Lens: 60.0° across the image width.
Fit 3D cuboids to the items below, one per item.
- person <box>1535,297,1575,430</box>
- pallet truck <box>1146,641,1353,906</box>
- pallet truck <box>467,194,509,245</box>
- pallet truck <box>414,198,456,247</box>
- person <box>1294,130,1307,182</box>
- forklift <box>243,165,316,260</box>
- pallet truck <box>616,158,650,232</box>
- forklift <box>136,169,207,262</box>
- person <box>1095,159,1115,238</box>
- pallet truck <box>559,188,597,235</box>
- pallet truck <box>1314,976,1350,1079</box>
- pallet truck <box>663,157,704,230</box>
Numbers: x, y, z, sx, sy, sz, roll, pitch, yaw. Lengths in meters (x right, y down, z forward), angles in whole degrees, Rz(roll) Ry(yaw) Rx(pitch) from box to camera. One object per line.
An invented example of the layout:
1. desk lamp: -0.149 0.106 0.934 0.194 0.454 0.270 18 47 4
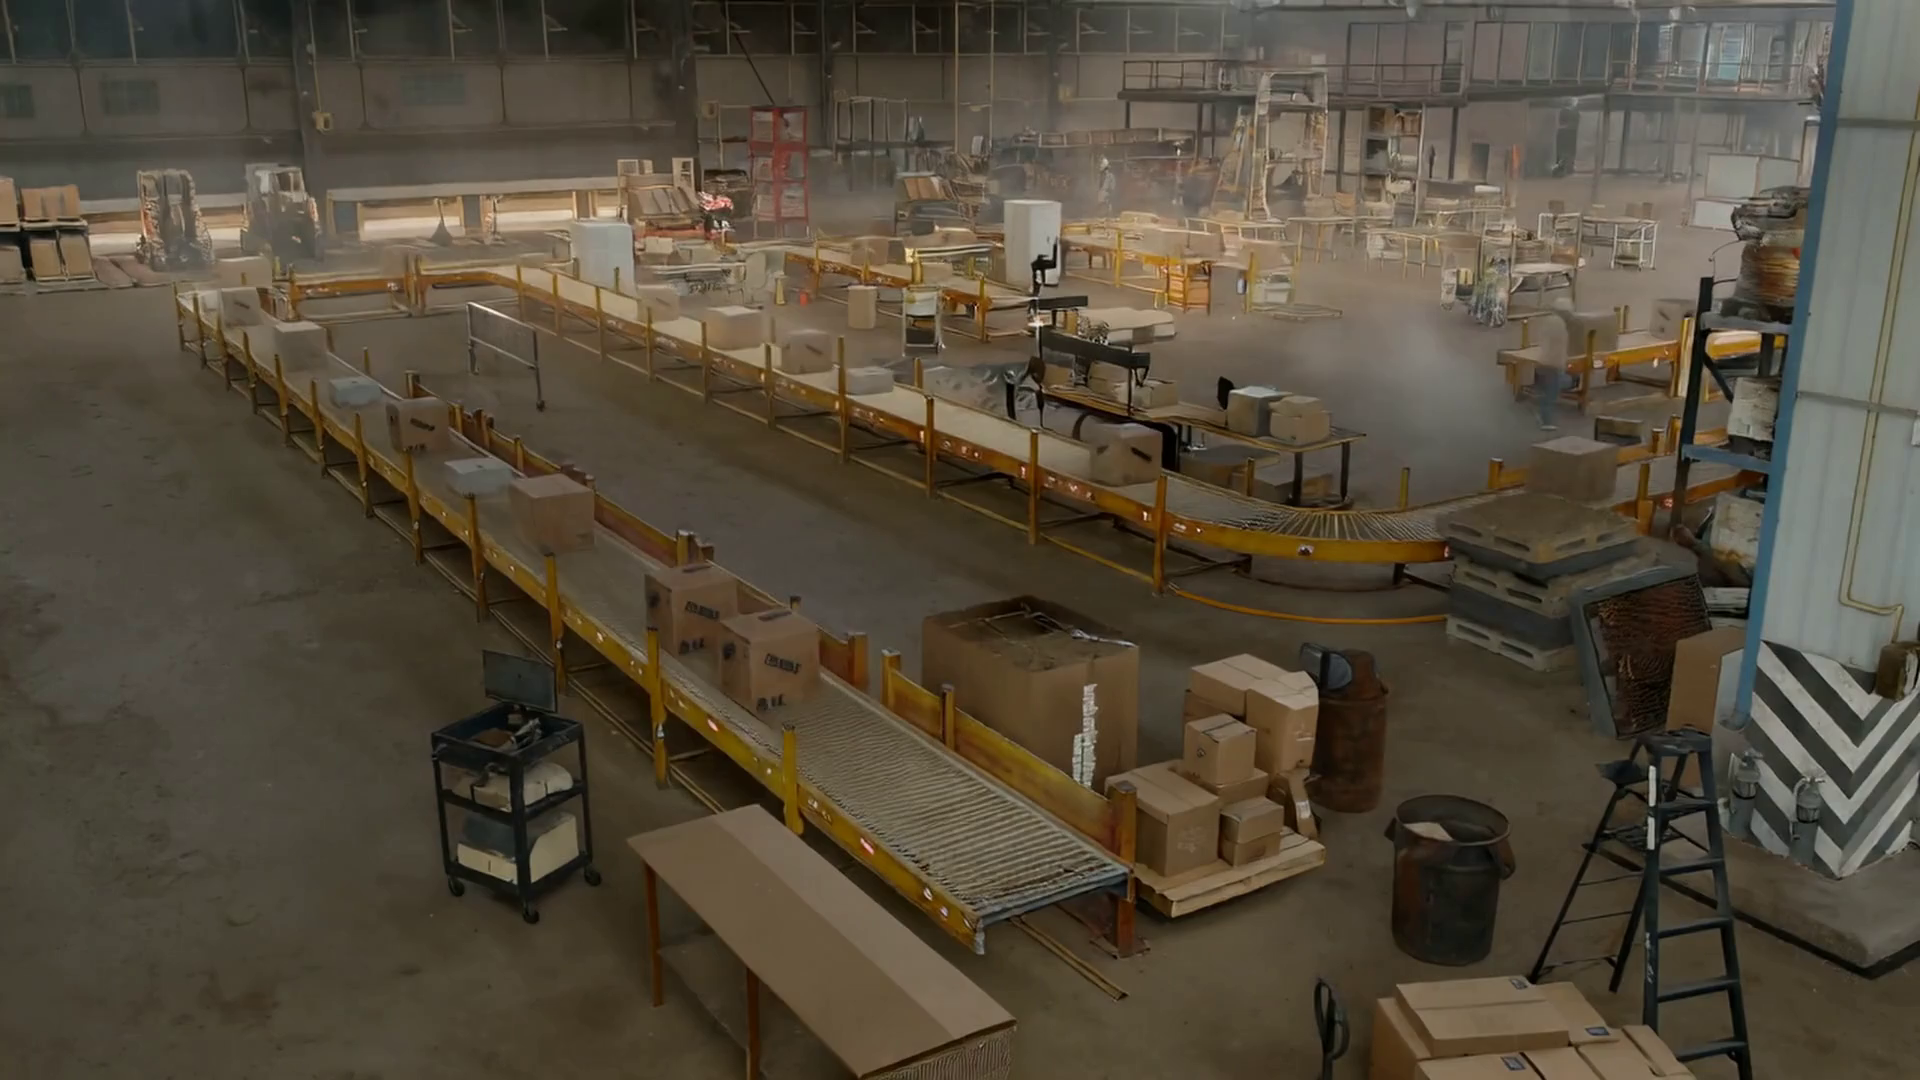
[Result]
1. person: 7.817 -2.297 21.789 0.386 1.752 0.542 2 17 7
2. pallet truck: 1.664 1.407 10.232 1.630 1.274 0.653 -10 20 -31
3. pallet truck: -11.983 -8.177 42.137 0.704 1.261 1.522 -11 20 -33
4. pallet truck: -13.250 -8.060 41.856 0.680 1.201 1.601 -10 20 -31
5. person: 12.291 -13.846 60.016 0.383 1.873 0.640 4 17 12
6. forklift: -15.898 -7.669 38.708 1.157 1.987 2.680 -11 20 -33
7. pallet truck: -8.918 -9.176 44.255 0.823 1.965 1.885 -9 19 -27
8. forklift: -17.842 -7.318 37.559 1.157 1.987 2.680 -10 20 -31
9. person: 3.719 -8.781 42.862 0.392 2.041 0.615 -12 20 -34
10. pallet truck: -10.010 -8.652 43.699 0.653 1.274 1.630 -10 20 -31
11. pallet truck: 2.299 2.390 7.086 1.601 1.201 0.680 -2 17 -7
12. pallet truck: -7.586 -9.308 44.692 0.823 1.965 1.885 -11 20 -33
